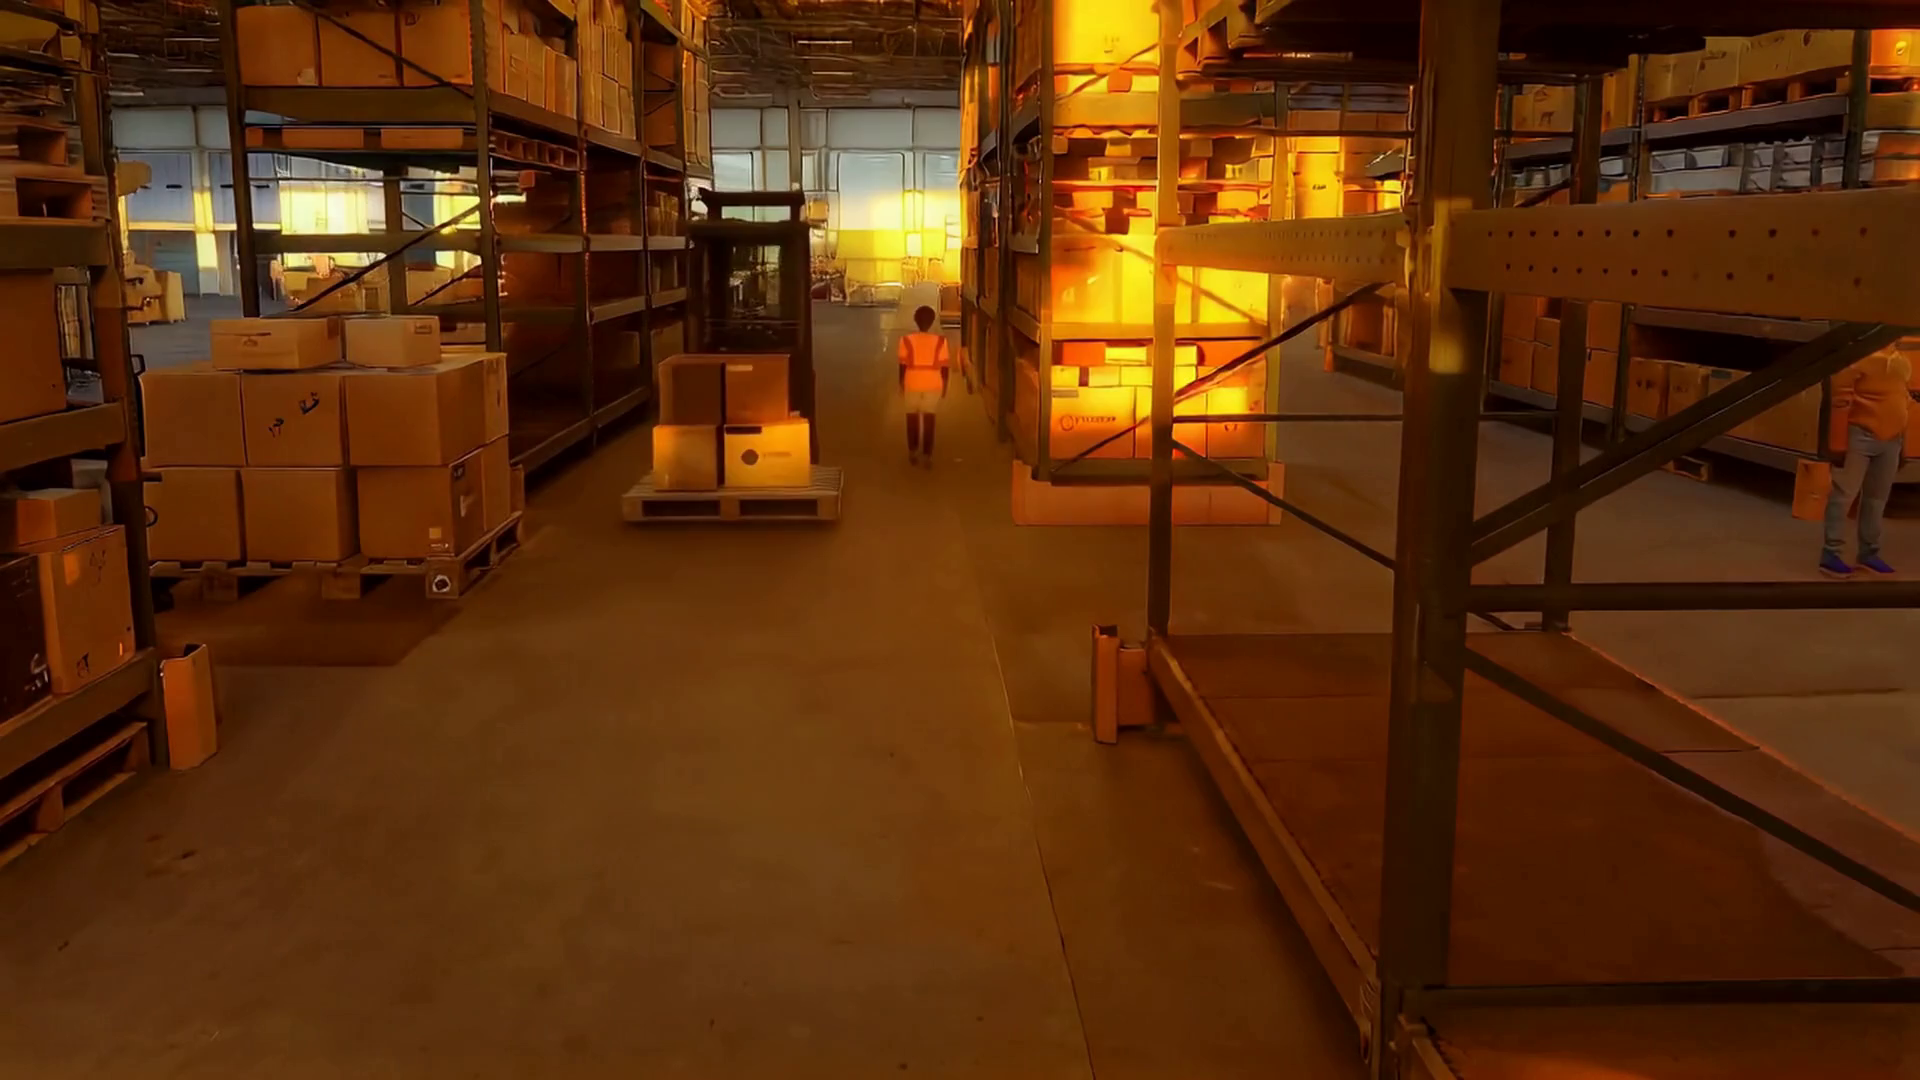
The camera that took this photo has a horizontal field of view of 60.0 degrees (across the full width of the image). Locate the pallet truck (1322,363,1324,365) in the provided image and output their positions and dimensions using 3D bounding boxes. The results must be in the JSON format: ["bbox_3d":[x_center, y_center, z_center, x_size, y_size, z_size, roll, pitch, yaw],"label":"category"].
[{"bbox_3d":[7.712,-4.157,30.737,1.885,1.965,0.823,3,11,16],"label":"pallet truck"}]

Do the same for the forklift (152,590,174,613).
[{"bbox_3d":[-5.858,-0.811,9.639,1.873,2.768,1.129,-1,10,-3],"label":"forklift"}]

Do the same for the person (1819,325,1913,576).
[{"bbox_3d":[6.426,-0.692,11.727,0.645,1.898,0.398,-3,11,-14],"label":"person"}]

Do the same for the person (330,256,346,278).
[{"bbox_3d":[-17.457,-6.985,46.691,0.374,1.927,0.542,1,10,7],"label":"person"}]

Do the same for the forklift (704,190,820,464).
[{"bbox_3d":[-1.971,-1.987,16.188,1.129,2.768,1.873,0,10,-2],"label":"forklift"}]

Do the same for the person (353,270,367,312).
[{"bbox_3d":[-12.390,-4.698,34.396,0.312,1.767,0.533,-4,11,-21],"label":"person"}]

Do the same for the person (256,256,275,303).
[{"bbox_3d":[-26.649,-9.864,63.076,1.033,1.805,0.532,-3,11,-18],"label":"person"}]

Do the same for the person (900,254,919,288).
[{"bbox_3d":[-1.665,-8.504,55.116,0.627,1.941,0.372,-1,10,-4],"label":"person"}]

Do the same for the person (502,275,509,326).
[{"bbox_3d":[-10.803,-5.782,39.924,0.725,1.951,0.627,-3,11,-14],"label":"person"}]

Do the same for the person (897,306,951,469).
[{"bbox_3d":[-0.382,-1.597,17.356,0.559,1.669,0.719,-1,10,-3],"label":"person"}]

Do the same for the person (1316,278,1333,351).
[{"bbox_3d":[7.903,-4.915,35.800,0.317,1.695,0.540,-10,14,-43],"label":"person"}]

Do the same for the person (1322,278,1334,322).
[{"bbox_3d":[10.855,-7.355,48.716,0.371,1.940,0.627,-7,12,-33],"label":"person"}]

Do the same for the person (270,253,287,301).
[{"bbox_3d":[-27.035,-10.454,65.983,0.602,1.939,0.397,-8,13,-38],"label":"person"}]
